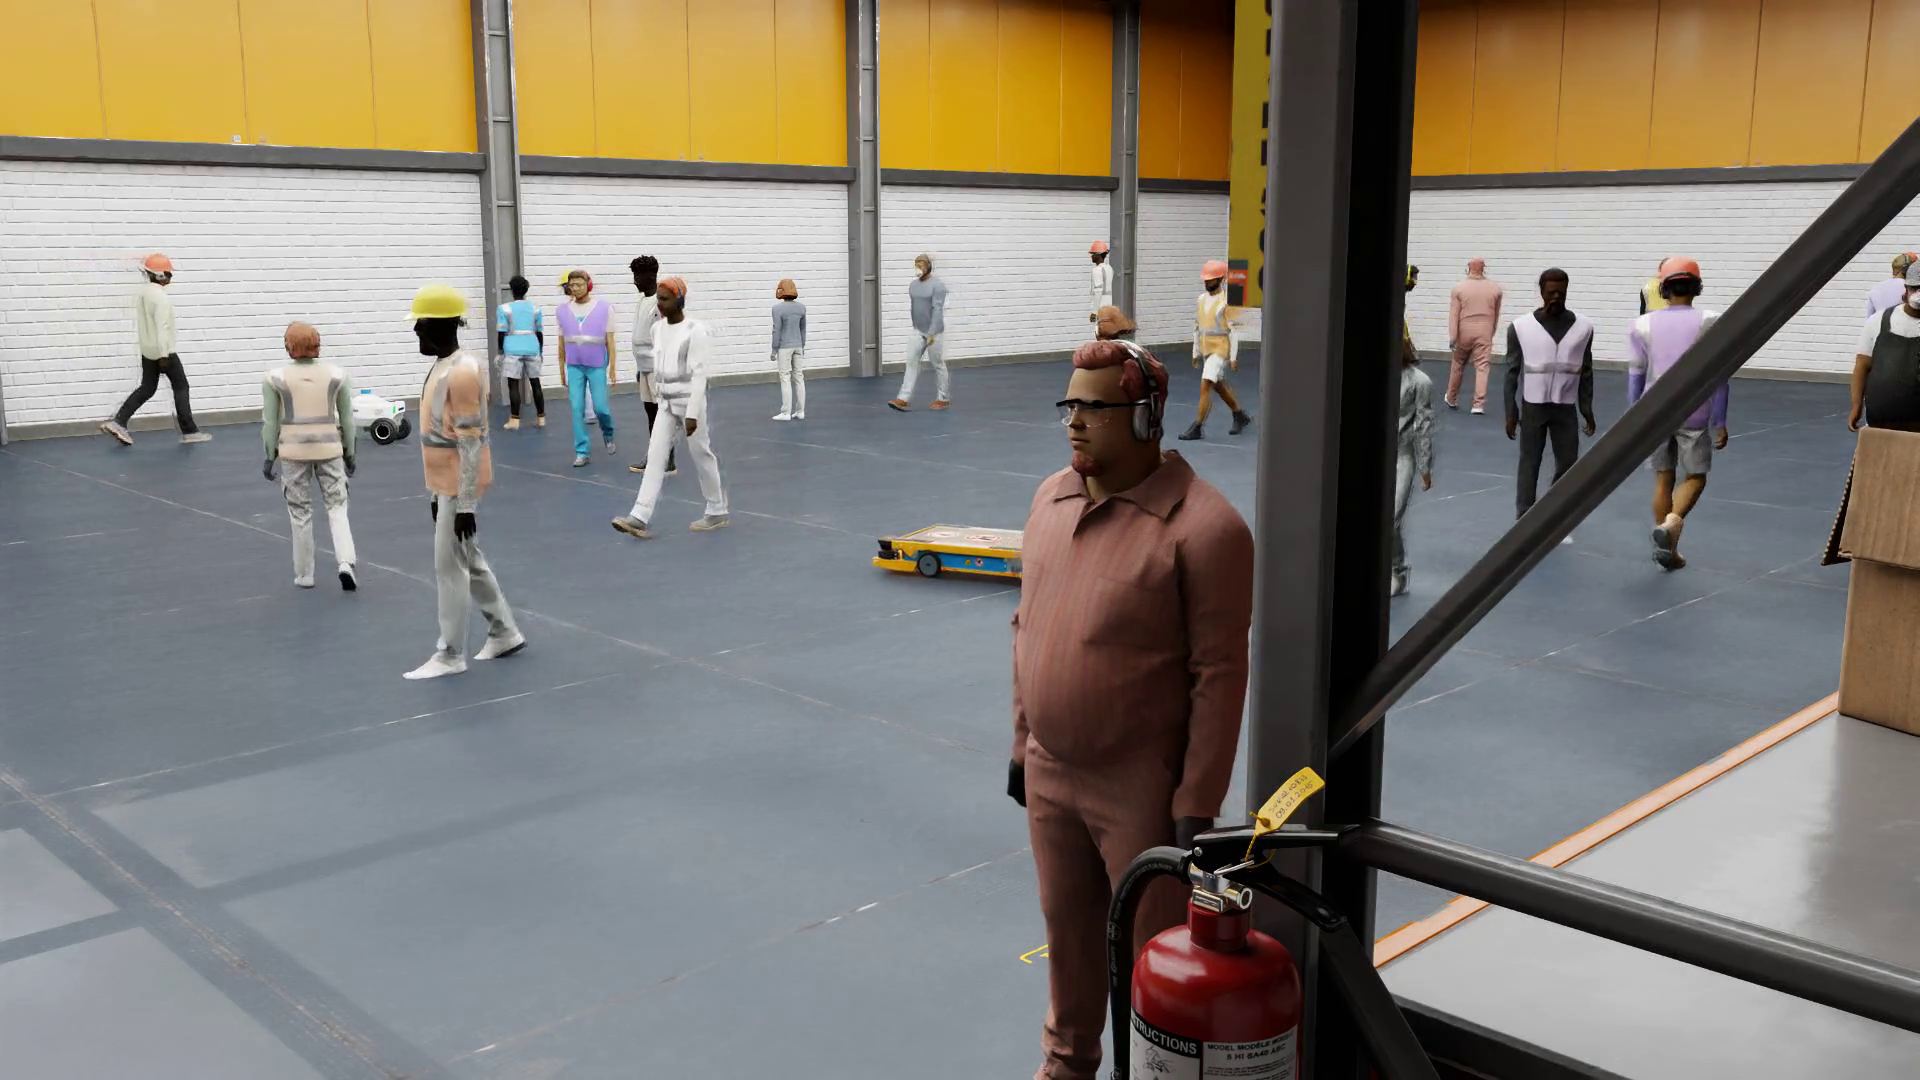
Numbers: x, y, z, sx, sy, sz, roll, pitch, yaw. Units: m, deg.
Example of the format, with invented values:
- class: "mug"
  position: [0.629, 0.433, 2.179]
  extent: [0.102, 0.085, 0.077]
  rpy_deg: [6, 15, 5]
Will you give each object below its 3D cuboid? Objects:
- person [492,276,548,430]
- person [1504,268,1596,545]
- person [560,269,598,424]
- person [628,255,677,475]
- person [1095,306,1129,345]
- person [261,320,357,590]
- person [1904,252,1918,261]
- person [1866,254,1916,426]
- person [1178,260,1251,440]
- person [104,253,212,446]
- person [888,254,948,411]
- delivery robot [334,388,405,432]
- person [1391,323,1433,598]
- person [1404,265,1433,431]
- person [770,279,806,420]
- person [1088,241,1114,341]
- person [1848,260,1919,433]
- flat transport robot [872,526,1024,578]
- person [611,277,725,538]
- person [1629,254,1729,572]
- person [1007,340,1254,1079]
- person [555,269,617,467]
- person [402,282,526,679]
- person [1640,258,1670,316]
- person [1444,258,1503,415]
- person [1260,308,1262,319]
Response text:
- class: "person"
  position: [-4.839, -2.053, 18.336]
  extent: [0.619, 1.680, 0.340]
  rpy_deg: [-8, 13, -36]
- class: "person"
  position: [4.066, -0.911, 11.462]
  extent: [0.636, 1.917, 0.440]
  rpy_deg: [0, 10, 0]
- class: "person"
  position: [-4.320, -2.175, 18.803]
  extent: [0.372, 1.747, 0.588]
  rpy_deg: [1, 10, 6]
- class: "person"
  position: [-2.739, -1.549, 14.814]
  extent: [0.381, 1.958, 0.602]
  rpy_deg: [-7, 12, -32]
- class: "person"
  position: [1.111, -0.999, 12.824]
  extent: [0.849, 1.588, 0.503]
  rpy_deg: [-2, 11, -10]
- class: "person"
  position: [-3.896, -0.491, 9.974]
  extent: [0.534, 1.647, 0.431]
  rpy_deg: [-6, 12, -29]
- class: "person"
  position: [11.376, -2.504, 20.107]
  extent: [0.543, 1.928, 0.372]
  rpy_deg: [9, 13, 39]
- class: "person"
  position: [9.919, -2.062, 17.677]
  extent: [0.378, 1.937, 0.628]
  rpy_deg: [-4, 11, -20]
- class: "person"
  position: [2.730, -2.006, 17.524]
  extent: [0.993, 1.893, 0.559]
  rpy_deg: [-7, 12, -33]
- class: "person"
  position: [-8.229, -1.933, 16.918]
  extent: [0.614, 1.960, 0.964]
  rpy_deg: [9, 14, 40]
- class: "person"
  position: [-0.481, -2.485, 20.085]
  extent: [0.633, 1.891, 0.983]
  rpy_deg: [9, 14, 40]
- class: "delivery robot"
  position: [-6.116, -1.323, 17.157]
  extent: [0.707, 0.478, 0.477]
  rpy_deg: [0, 10, 0]
- class: "person"
  position: [2.419, -0.443, 9.511]
  extent: [0.509, 1.690, 0.929]
  rpy_deg: [9, 14, 41]
- class: "person"
  position: [4.739, -2.067, 18.022]
  extent: [0.925, 1.810, 0.546]
  rpy_deg: [2, 11, 13]
- class: "person"
  position: [-1.987, -2.200, 19.255]
  extent: [0.279, 1.633, 0.501]
  rpy_deg: [9, 14, 41]
- class: "person"
  position: [2.128, -3.545, 25.465]
  extent: [0.383, 2.045, 0.605]
  rpy_deg: [4, 11, 23]
- class: "person"
  position: [6.374, -0.923, 11.179]
  extent: [1.024, 2.000, 0.683]
  rpy_deg: [-10, 14, -44]
- class: "flat transport robot"
  position: [0.227, 0.084, 10.518]
  extent: [1.431, 0.197, 0.652]
  rpy_deg: [5, 11, 25]
- class: "person"
  position: [-2.032, -0.925, 11.751]
  extent: [0.608, 1.829, 0.973]
  rpy_deg: [8, 13, 38]
- class: "person"
  position: [4.466, -0.772, 10.422]
  extent: [0.624, 2.019, 0.654]
  rpy_deg: [8, 13, 38]
- class: "person"
  position: [0.325, 0.511, 3.721]
  extent: [0.405, 1.911, 0.636]
  rpy_deg: [-9, 14, -41]
- class: "person"
  position: [-3.456, -1.604, 15.478]
  extent: [0.579, 1.824, 0.580]
  rpy_deg: [1, 10, 4]
- class: "person"
  position: [-2.456, -0.282, 8.101]
  extent: [0.520, 1.947, 0.607]
  rpy_deg: [-5, 12, -26]
- class: "person"
  position: [9.079, -2.706, 21.442]
  extent: [0.429, 1.843, 0.633]
  rpy_deg: [-7, 13, -34]
- class: "person"
  position: [6.187, -2.466, 20.108]
  extent: [0.641, 1.848, 1.001]
  rpy_deg: [1, 10, 3]
- class: "person"
  position: [5.059, -3.648, 26.540]
  extent: [0.514, 1.862, 0.316]
  rpy_deg: [3, 11, 18]
